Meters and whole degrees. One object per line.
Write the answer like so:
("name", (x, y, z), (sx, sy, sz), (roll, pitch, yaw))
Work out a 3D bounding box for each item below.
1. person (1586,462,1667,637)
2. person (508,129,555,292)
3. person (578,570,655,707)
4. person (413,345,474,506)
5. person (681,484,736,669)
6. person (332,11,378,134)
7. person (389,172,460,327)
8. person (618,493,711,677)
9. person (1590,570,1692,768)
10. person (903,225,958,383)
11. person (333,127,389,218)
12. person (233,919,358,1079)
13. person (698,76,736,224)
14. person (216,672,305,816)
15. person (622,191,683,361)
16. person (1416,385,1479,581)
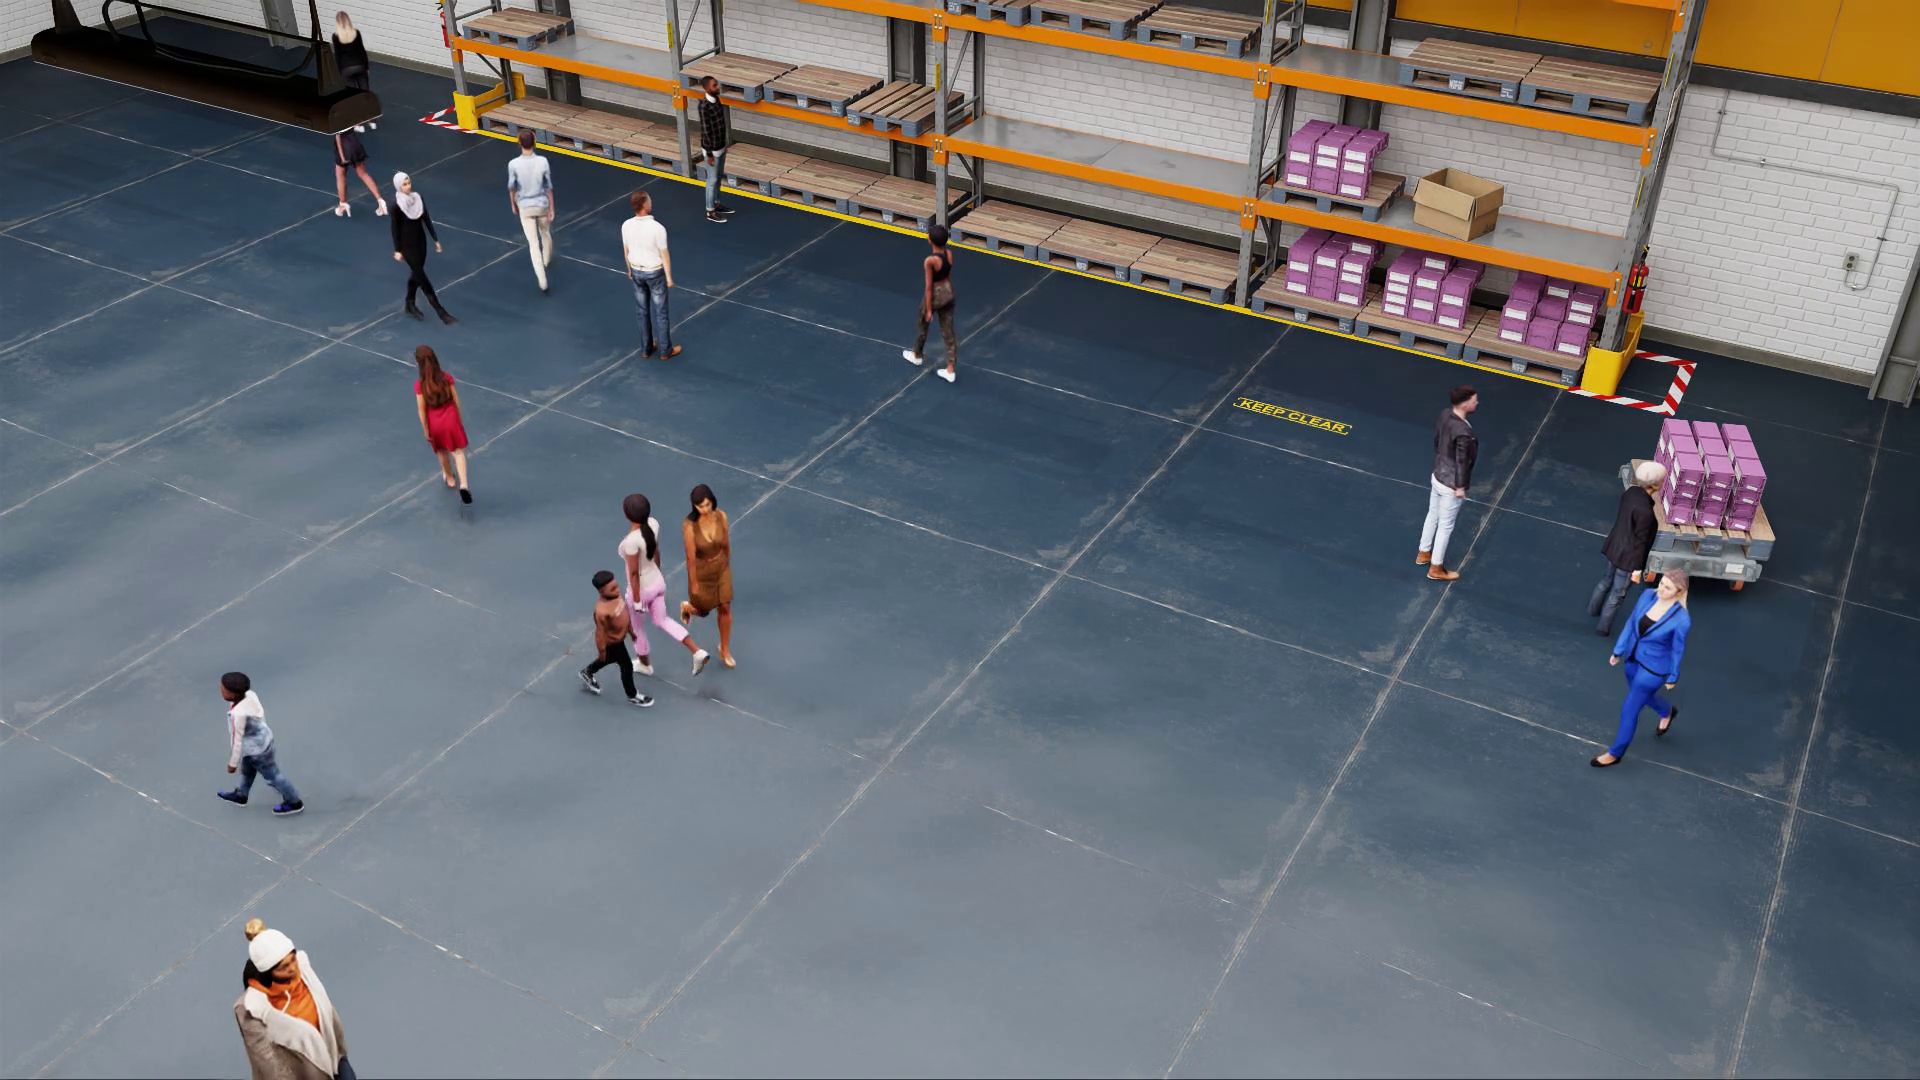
("person", (5.454, 0.147, 13.667), (0.733, 1.779, 0.811), (3, 34, 4))
("person", (-4.900, -3.760, 19.127), (1.145, 1.799, 1.279), (-12, 35, -17))
("person", (-2.736, 0.743, 12.863), (0.932, 1.235, 0.687), (6, 34, 10))
("person", (-4.736, -1.045, 15.287), (0.883, 1.529, 1.041), (-14, 36, -20))
("person", (-2.045, 0.245, 13.220), (0.759, 1.669, 0.977), (-26, 41, -33))
("person", (-8.588, -6.631, 23.550), (0.690, 1.685, 0.674), (-22, 39, -29))
("person", (-6.083, -3.211, 18.360), (1.115, 1.735, 0.632), (19, 38, 26))
("person", (-2.364, 0.409, 12.926), (1.020, 1.721, 0.634), (14, 36, 19))
("person", (5.120, 0.908, 12.219), (1.089, 1.674, 1.080), (-12, 35, -17))
("person", (-0.157, -2.422, 17.235), (0.776, 1.667, 1.050), (-27, 42, -34))
("person", (-7.563, -4.843, 20.792), (0.974, 1.761, 0.605), (14, 36, 20))
("person", (-3.748, 2.804, 9.199), (1.216, 1.857, 0.836), (12, 35, 17))
("person", (-3.104, -4.933, 20.873), (0.654, 1.820, 0.720), (8, 35, 12))
("person", (-4.937, 1.462, 11.785), (0.899, 1.231, 0.784), (-4, 34, -6))
("person", (-3.314, -2.798, 17.633), (0.571, 1.851, 0.754), (11, 35, 16))
("person", (4.169, -0.507, 14.200), (0.771, 1.836, 0.735), (-5, 34, -8))
